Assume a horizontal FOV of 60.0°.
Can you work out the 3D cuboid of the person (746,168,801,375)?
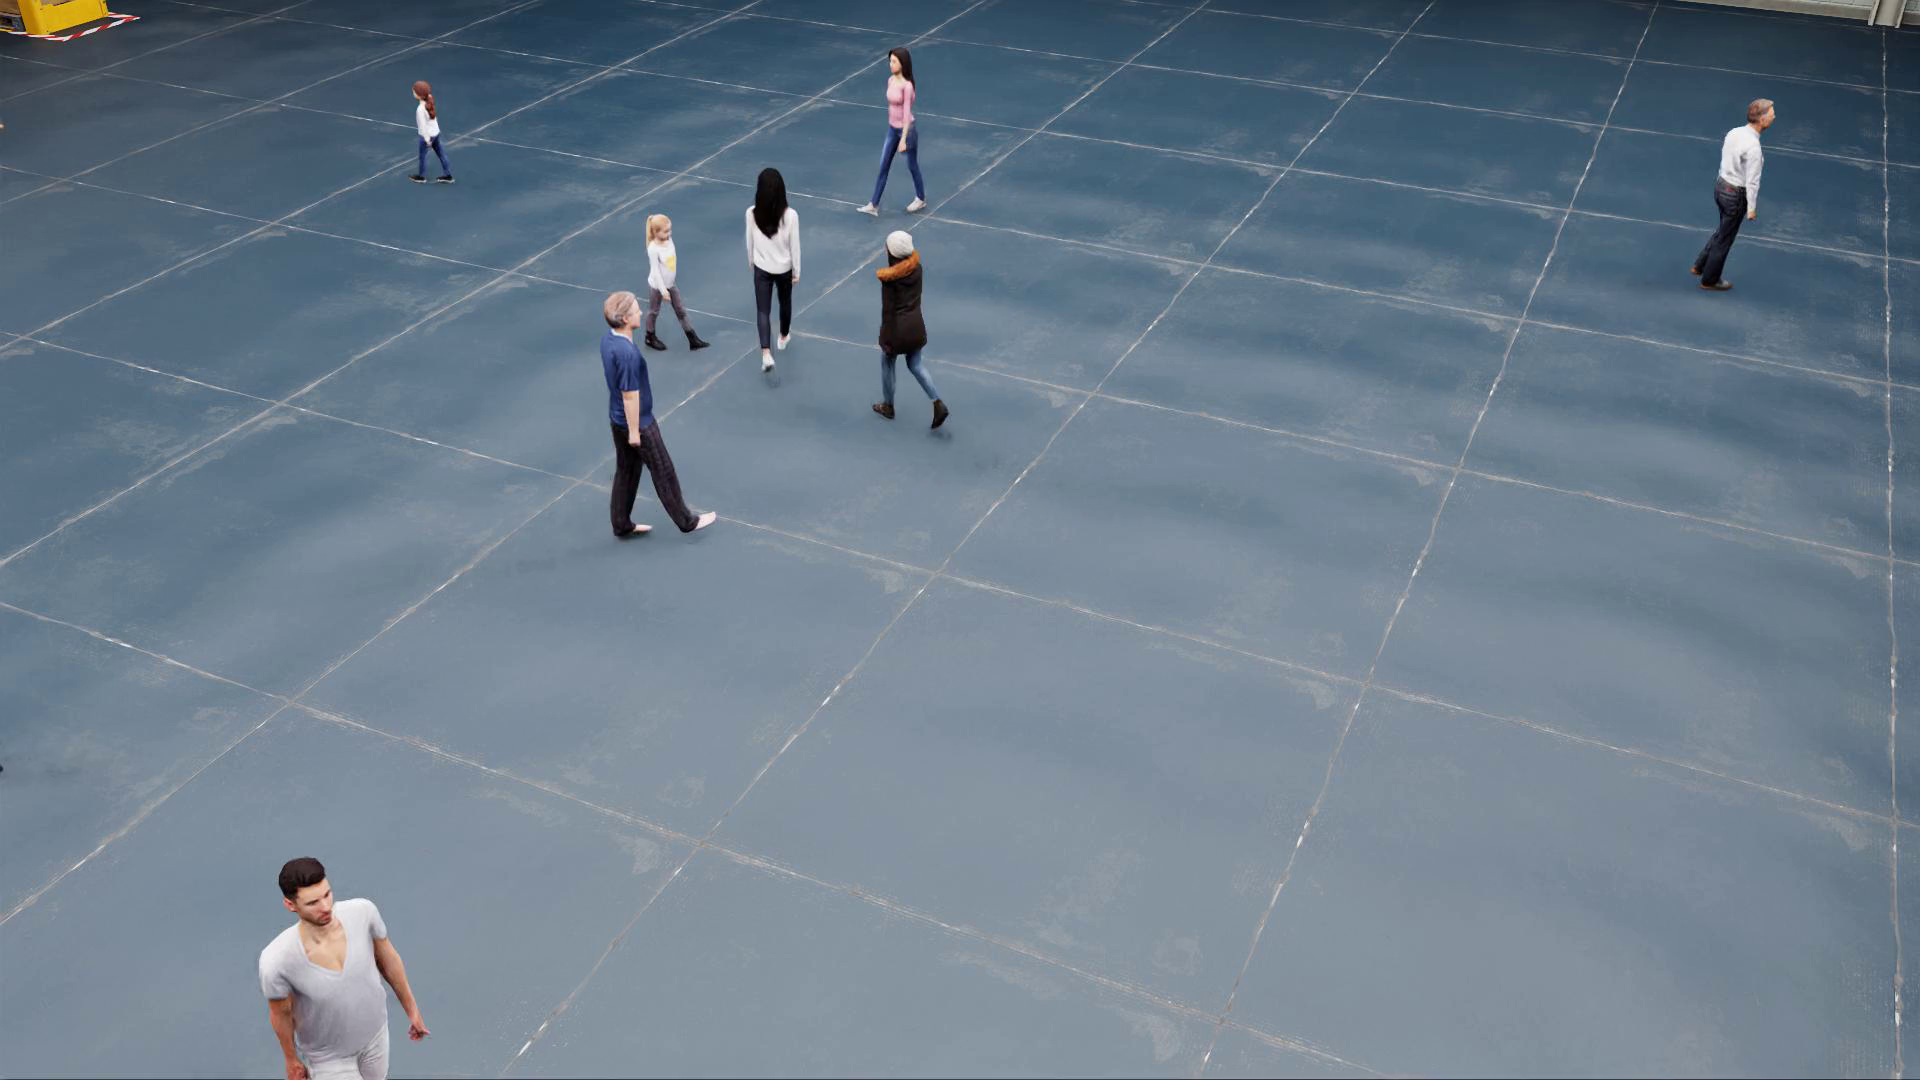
[{"bbox_3d":[-1.561,-2.210,13.833,1.131,1.664,0.985,-1,32,-1],"label":"person"}]

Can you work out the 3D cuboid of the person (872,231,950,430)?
[{"bbox_3d":[-0.389,-1.608,12.927,0.858,1.612,1.084,-28,41,-36],"label":"person"}]

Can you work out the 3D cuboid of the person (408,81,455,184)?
[{"bbox_3d":[-5.606,-4.341,17.745,0.707,1.094,0.508,9,33,13],"label":"person"}]

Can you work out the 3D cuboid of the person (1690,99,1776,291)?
[{"bbox_3d":[6.989,-3.145,15.175,0.799,1.812,0.789,-2,32,-4],"label":"person"}]

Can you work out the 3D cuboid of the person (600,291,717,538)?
[{"bbox_3d":[-2.324,-0.806,11.434,1.060,1.849,1.022,-13,34,-20],"label":"person"}]

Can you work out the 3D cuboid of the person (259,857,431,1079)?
[{"bbox_3d":[-2.636,2.007,6.987,0.897,1.836,0.797,23,39,32],"label":"person"}]

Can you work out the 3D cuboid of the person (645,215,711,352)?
[{"bbox_3d":[-2.589,-2.178,14.171,0.892,1.248,0.548,17,36,24],"label":"person"}]

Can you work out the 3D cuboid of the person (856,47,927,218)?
[{"bbox_3d":[-0.515,-4.113,16.807,0.994,1.709,1.101,-22,39,-31],"label":"person"}]
